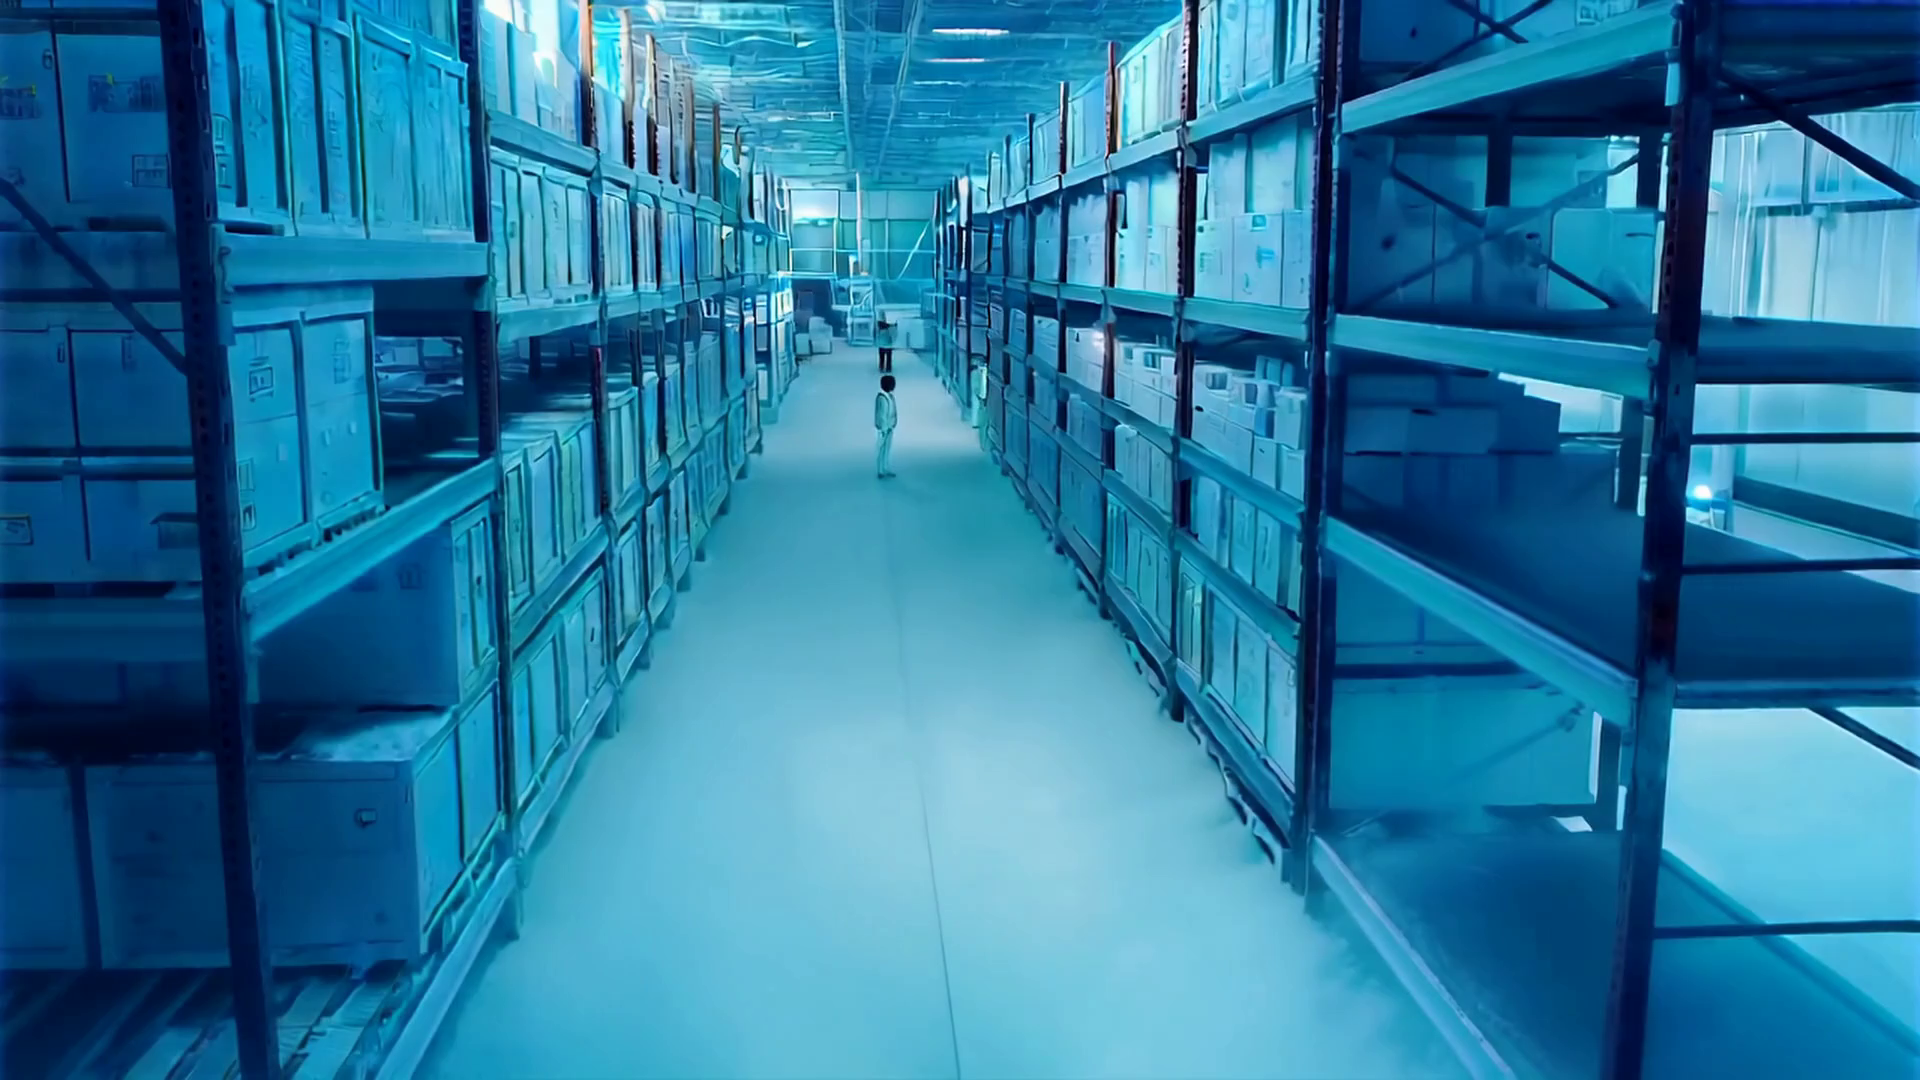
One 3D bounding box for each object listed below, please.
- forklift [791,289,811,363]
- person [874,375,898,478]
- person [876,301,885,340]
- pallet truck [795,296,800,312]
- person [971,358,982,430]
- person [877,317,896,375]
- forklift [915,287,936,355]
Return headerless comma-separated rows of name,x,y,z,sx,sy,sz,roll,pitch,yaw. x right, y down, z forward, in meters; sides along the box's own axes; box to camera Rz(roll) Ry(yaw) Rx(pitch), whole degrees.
forklift,-6.257,-8.164,63.235,1.129,2.768,1.873,-1,10,-3
person,-1.313,-2.031,29.740,0.429,1.836,0.633,2,10,12
person,-3.954,-10.855,82.164,0.414,1.920,0.568,-5,11,-26
pallet truck,-8.622,-12.439,91.403,1.885,1.965,0.823,2,10,13
person,0.389,-3.359,38.247,0.279,1.634,0.499,0,10,0
person,-2.505,-6.612,56.758,0.638,1.954,0.462,-2,10,-10
forklift,-0.976,-8.990,68.170,1.129,2.768,1.873,4,10,21
